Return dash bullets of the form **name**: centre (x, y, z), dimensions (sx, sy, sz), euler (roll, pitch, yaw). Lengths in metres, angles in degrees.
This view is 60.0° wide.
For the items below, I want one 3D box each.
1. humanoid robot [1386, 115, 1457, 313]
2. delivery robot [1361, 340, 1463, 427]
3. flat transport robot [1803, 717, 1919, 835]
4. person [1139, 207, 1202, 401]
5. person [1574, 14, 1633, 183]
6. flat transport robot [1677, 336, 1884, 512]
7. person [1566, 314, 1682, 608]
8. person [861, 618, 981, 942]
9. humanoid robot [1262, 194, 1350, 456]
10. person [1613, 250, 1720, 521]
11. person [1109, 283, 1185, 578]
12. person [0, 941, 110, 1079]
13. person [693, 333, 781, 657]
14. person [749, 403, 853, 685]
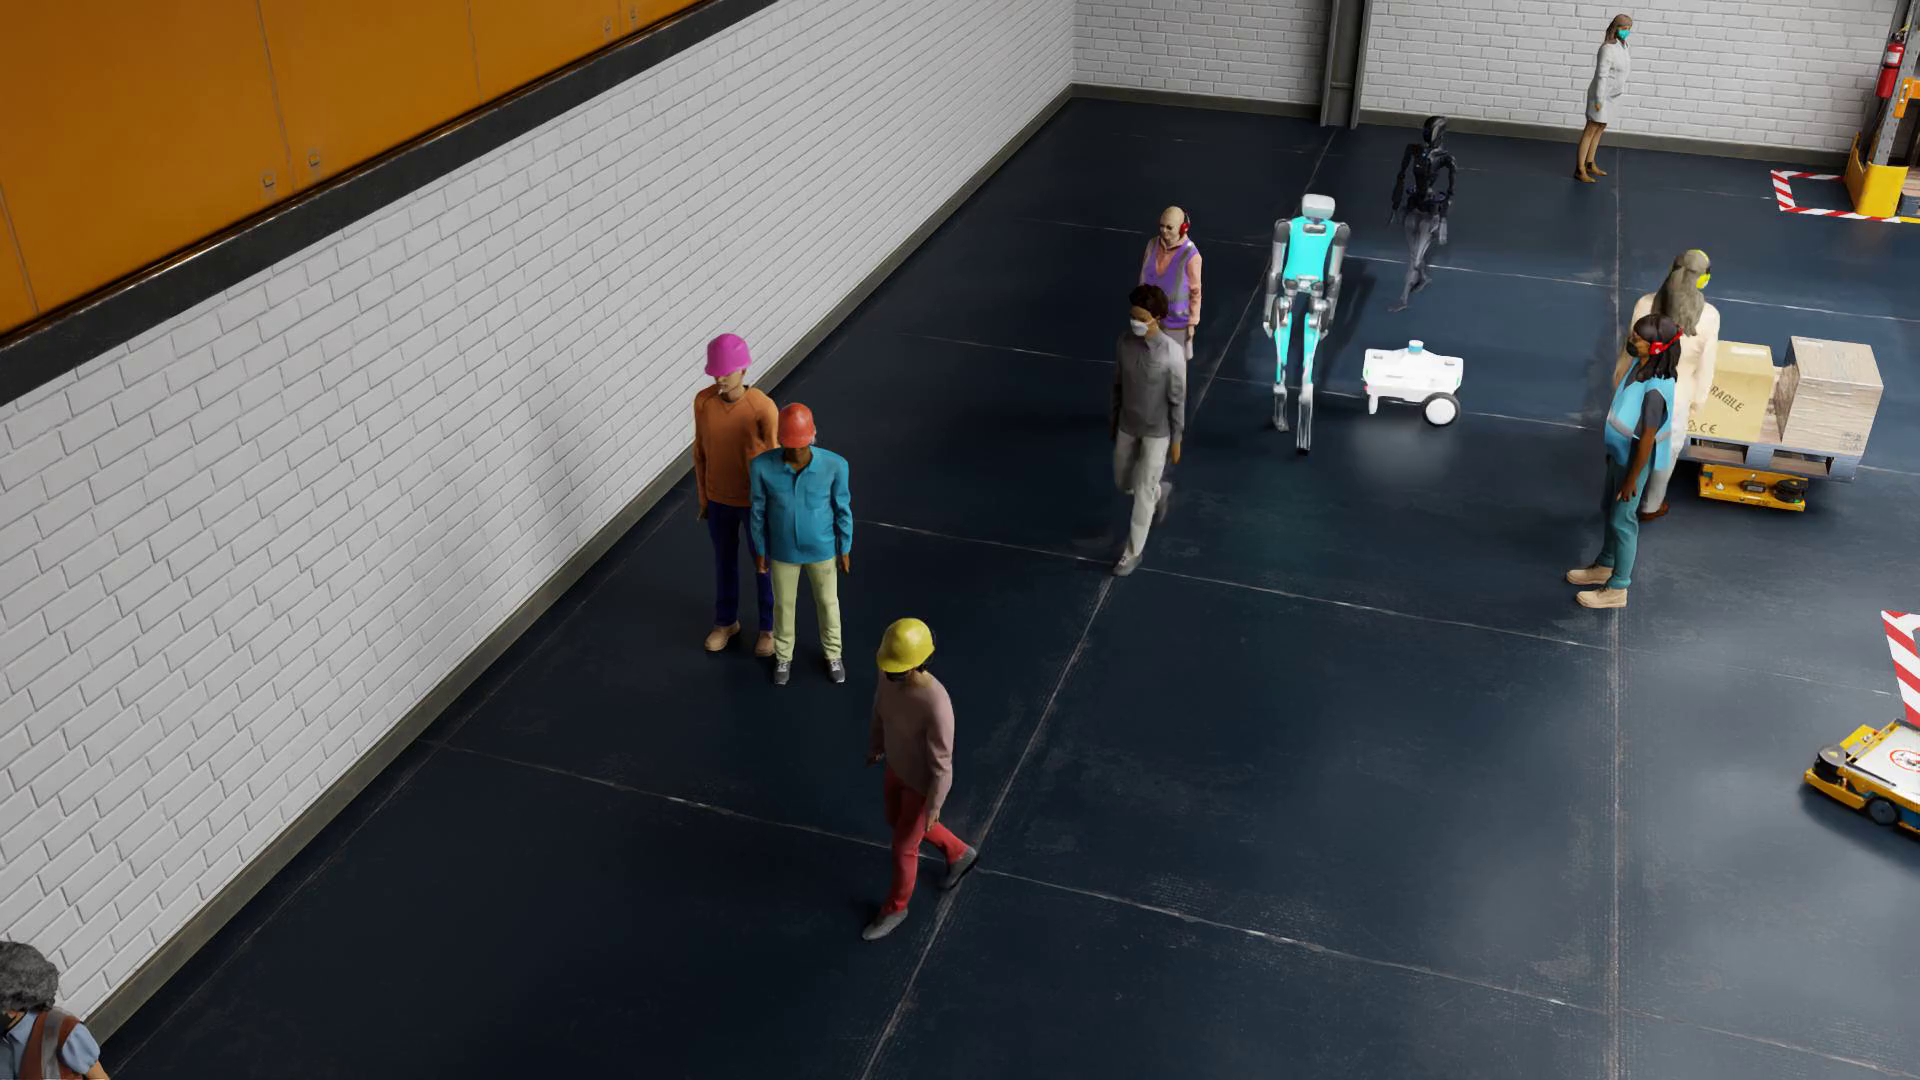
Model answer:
- **humanoid robot**: centre (3.905, -2.771, 13.997), dimensions (0.778, 1.629, 0.602), euler (-25, 38, -35)
- **delivery robot**: centre (3.379, -1.191, 12.368), dimensions (0.765, 0.594, 0.510), euler (7, 31, 12)
- **flat transport robot**: centre (5.086, 1.360, 8.311), dimensions (0.659, 0.231, 1.431), euler (-23, 37, -34)
- **person**: centre (1.484, -1.568, 11.886), dimensions (0.497, 1.692, 0.345), euler (22, 37, 32)
- **person**: centre (6.560, -4.486, 16.880), dimensions (0.343, 1.661, 0.488), euler (25, 39, 36)
- **flat transport robot**: centre (5.544, -0.640, 11.714), dimensions (0.659, 0.231, 1.431), euler (10, 32, 16)
- **person**: centre (3.972, -0.464, 9.852), dimensions (0.390, 1.860, 0.508), euler (5, 31, 8)
- **person**: centre (-0.186, 1.024, 7.433), dimensions (0.628, 1.738, 0.576), euler (-26, 39, -36)
- **humanoid robot**: centre (2.433, -1.428, 11.691), dimensions (0.565, 1.863, 0.808), euler (0, 30, 0)
- **person**: centre (4.520, -0.973, 10.723), dimensions (0.573, 1.863, 0.452), euler (19, 36, 30)
- **person**: centre (1.173, -0.728, 10.286), dimensions (0.541, 1.873, 0.723), euler (22, 37, 32)
- **person**: centre (-3.110, 2.047, 5.737), dimensions (0.458, 1.688, 0.304), euler (-1, 30, -1)
- **person**: centre (-1.242, -0.247, 9.354), dimensions (0.505, 1.986, 0.382), euler (8, 31, 13)
- **person**: centre (-0.863, 0.035, 9.112), dimensions (0.561, 1.743, 0.357), euler (-1, 30, -1)
